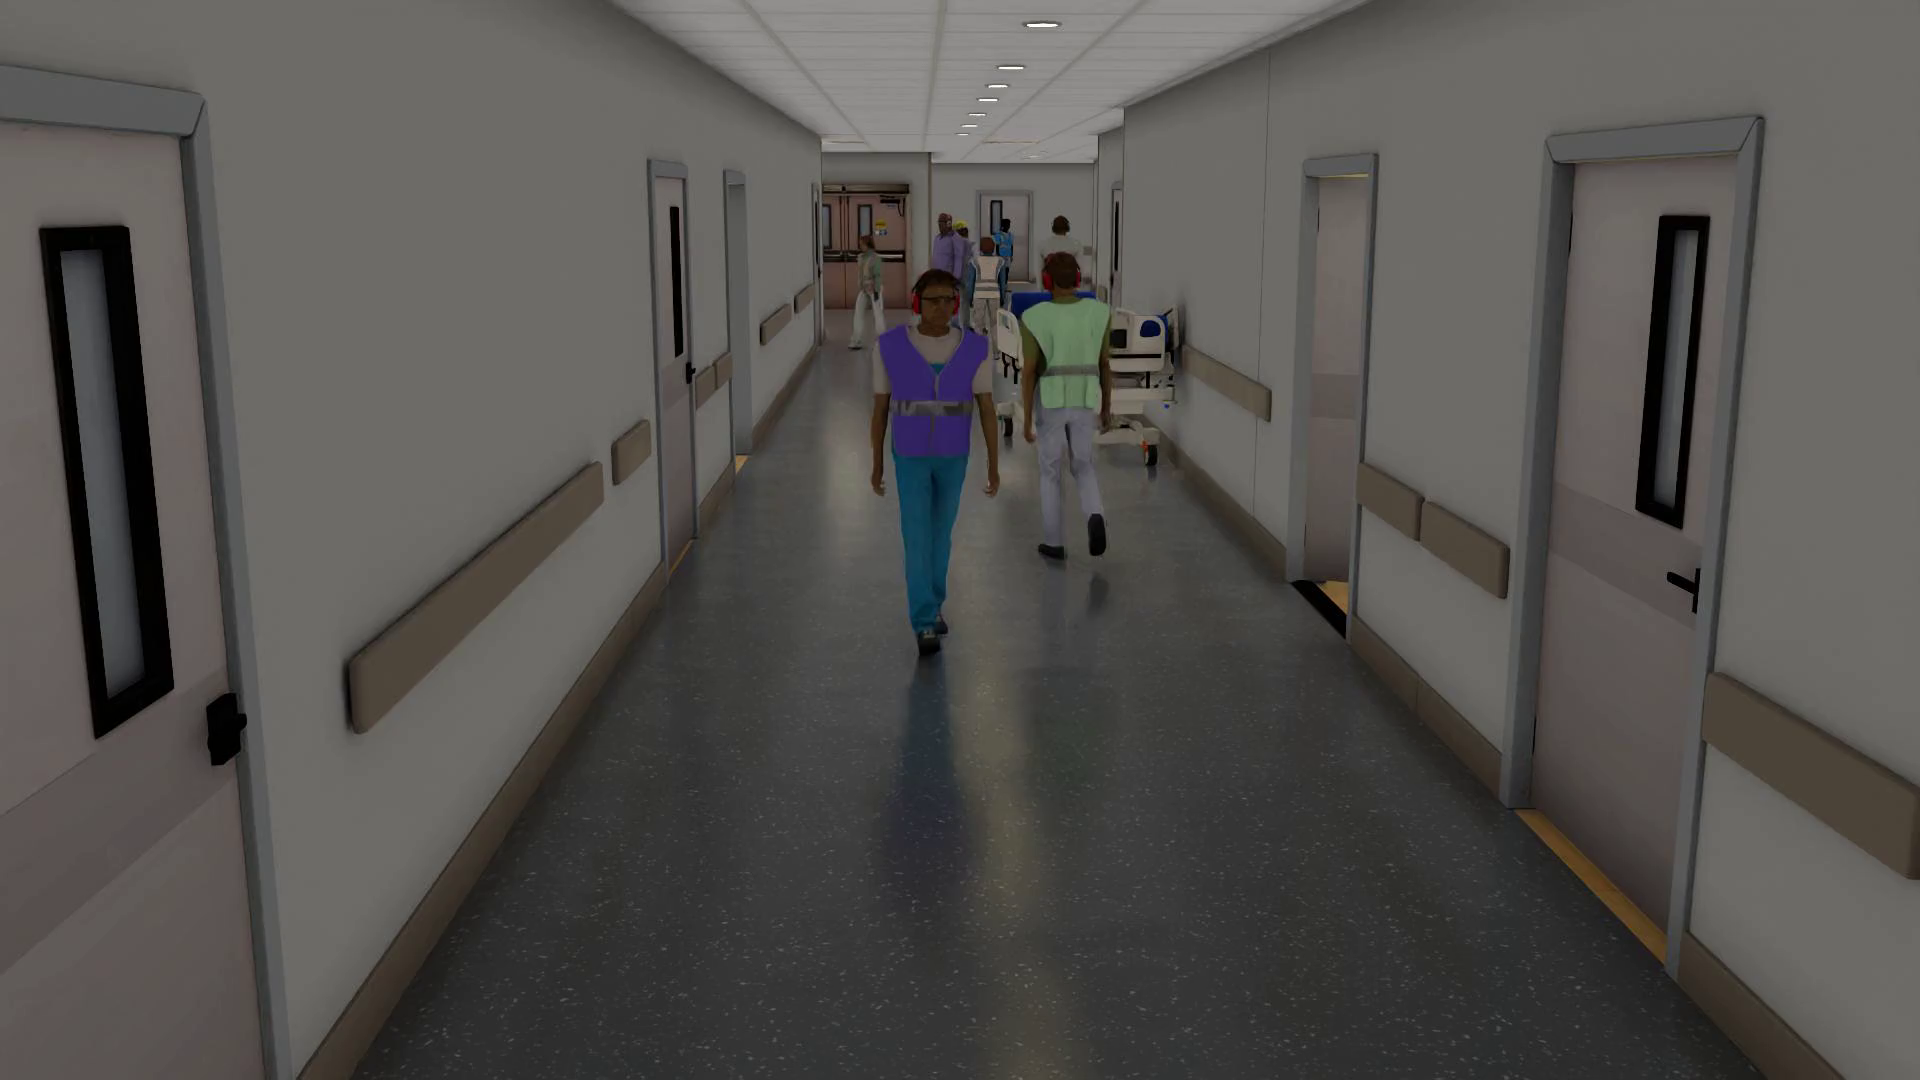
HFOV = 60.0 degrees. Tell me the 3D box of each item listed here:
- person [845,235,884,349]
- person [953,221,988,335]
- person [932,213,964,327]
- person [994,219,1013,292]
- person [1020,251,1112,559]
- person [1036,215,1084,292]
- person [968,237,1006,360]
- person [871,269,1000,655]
[{"bbox_3d":[-1.349,-3.494,23.541,0.545,1.613,0.671,11,16,42],"label":"person"},{"bbox_3d":[0.152,-4.128,26.279,0.667,1.781,0.474,11,16,43],"label":"person"},{"bbox_3d":[-0.237,-4.153,26.061,0.408,1.909,0.642,-10,15,-40],"label":"person"},{"bbox_3d":[1.015,-6.520,38.149,0.531,1.686,0.334,-8,14,-36],"label":"person"},{"bbox_3d":[0.632,-0.768,9.740,0.581,1.828,0.571,-3,12,-16],"label":"person"},{"bbox_3d":[1.301,-3.292,21.825,0.639,1.922,0.595,3,12,13],"label":"person"},{"bbox_3d":[0.360,-3.215,22.172,0.509,1.629,0.314,-2,12,-8],"label":"person"},{"bbox_3d":[-0.101,-0.370,7.886,0.586,1.796,0.938,-3,12,-14],"label":"person"}]
